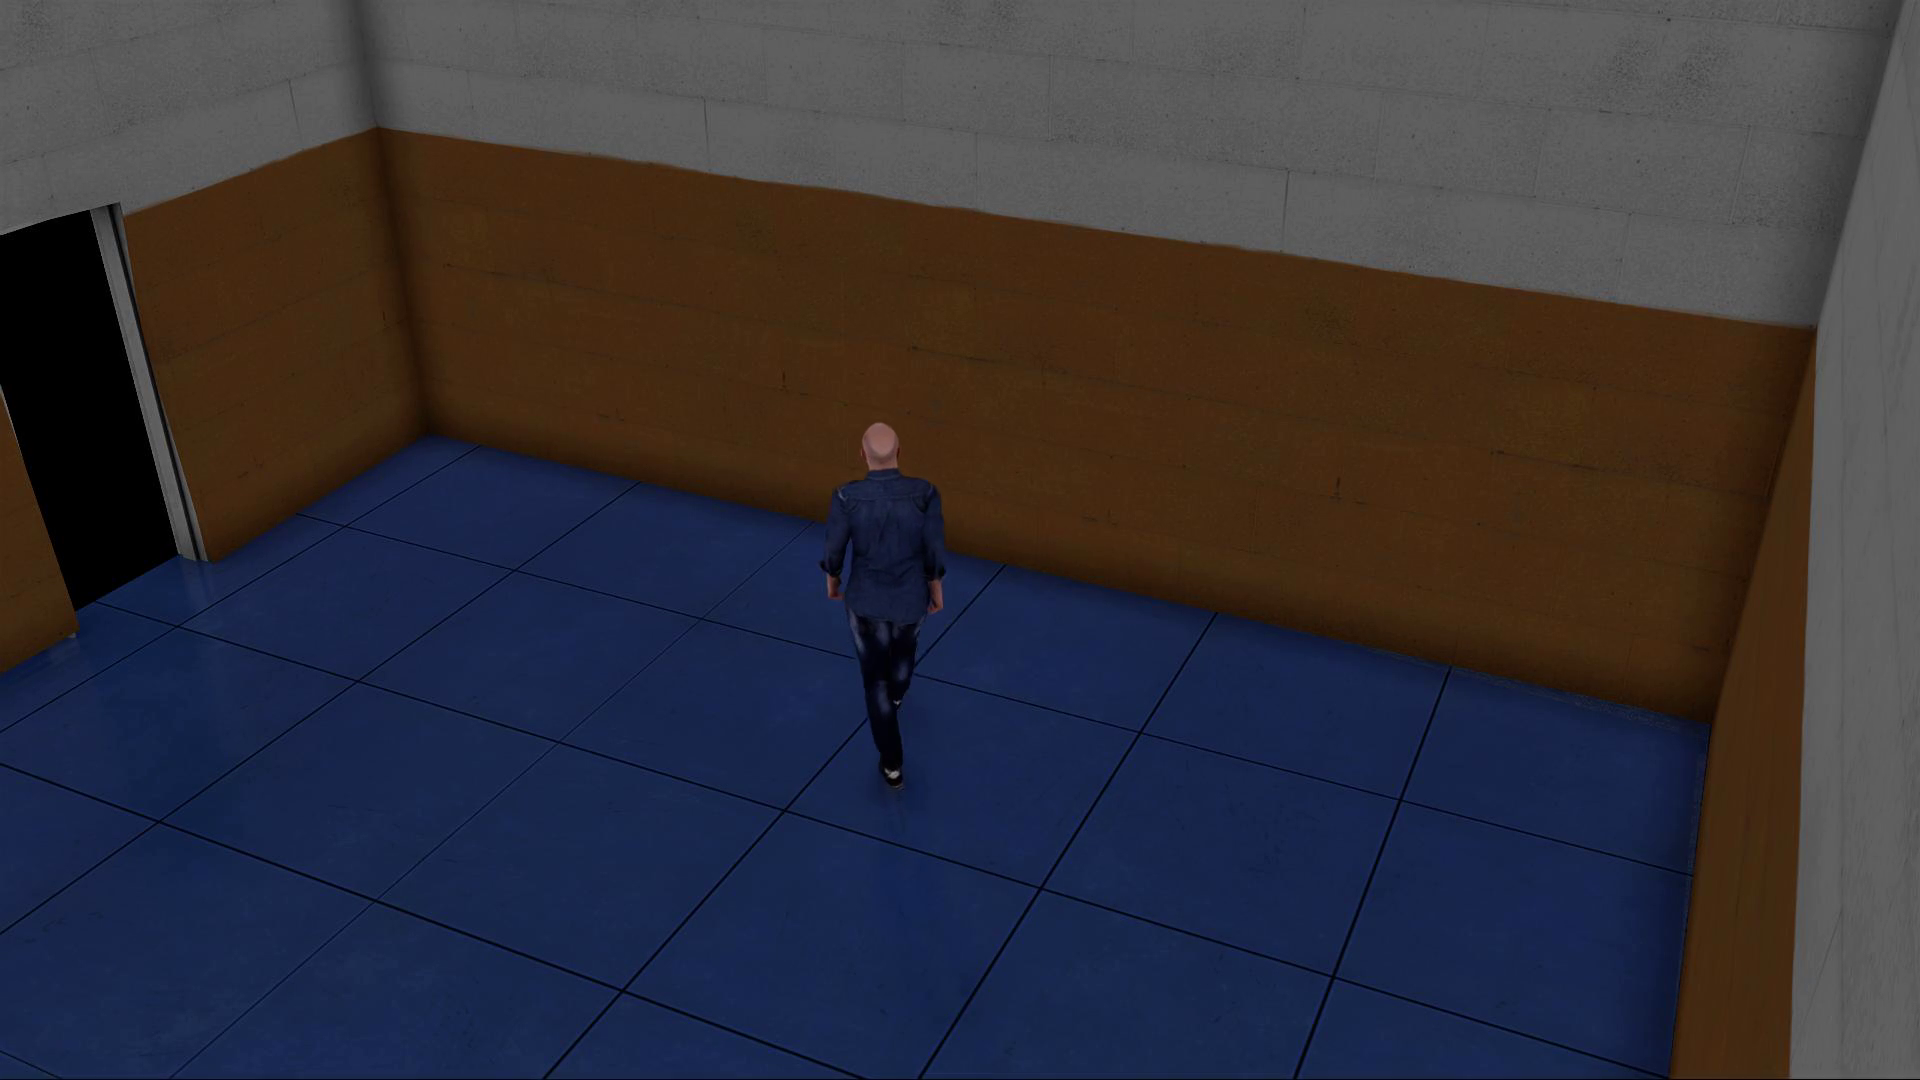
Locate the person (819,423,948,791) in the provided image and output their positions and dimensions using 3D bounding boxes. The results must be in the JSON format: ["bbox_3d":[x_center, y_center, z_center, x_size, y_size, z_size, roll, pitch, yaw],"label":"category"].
[{"bbox_3d":[-0.334,0.351,7.889,1.245,1.773,1.227,-5,29,-10],"label":"person"}]
